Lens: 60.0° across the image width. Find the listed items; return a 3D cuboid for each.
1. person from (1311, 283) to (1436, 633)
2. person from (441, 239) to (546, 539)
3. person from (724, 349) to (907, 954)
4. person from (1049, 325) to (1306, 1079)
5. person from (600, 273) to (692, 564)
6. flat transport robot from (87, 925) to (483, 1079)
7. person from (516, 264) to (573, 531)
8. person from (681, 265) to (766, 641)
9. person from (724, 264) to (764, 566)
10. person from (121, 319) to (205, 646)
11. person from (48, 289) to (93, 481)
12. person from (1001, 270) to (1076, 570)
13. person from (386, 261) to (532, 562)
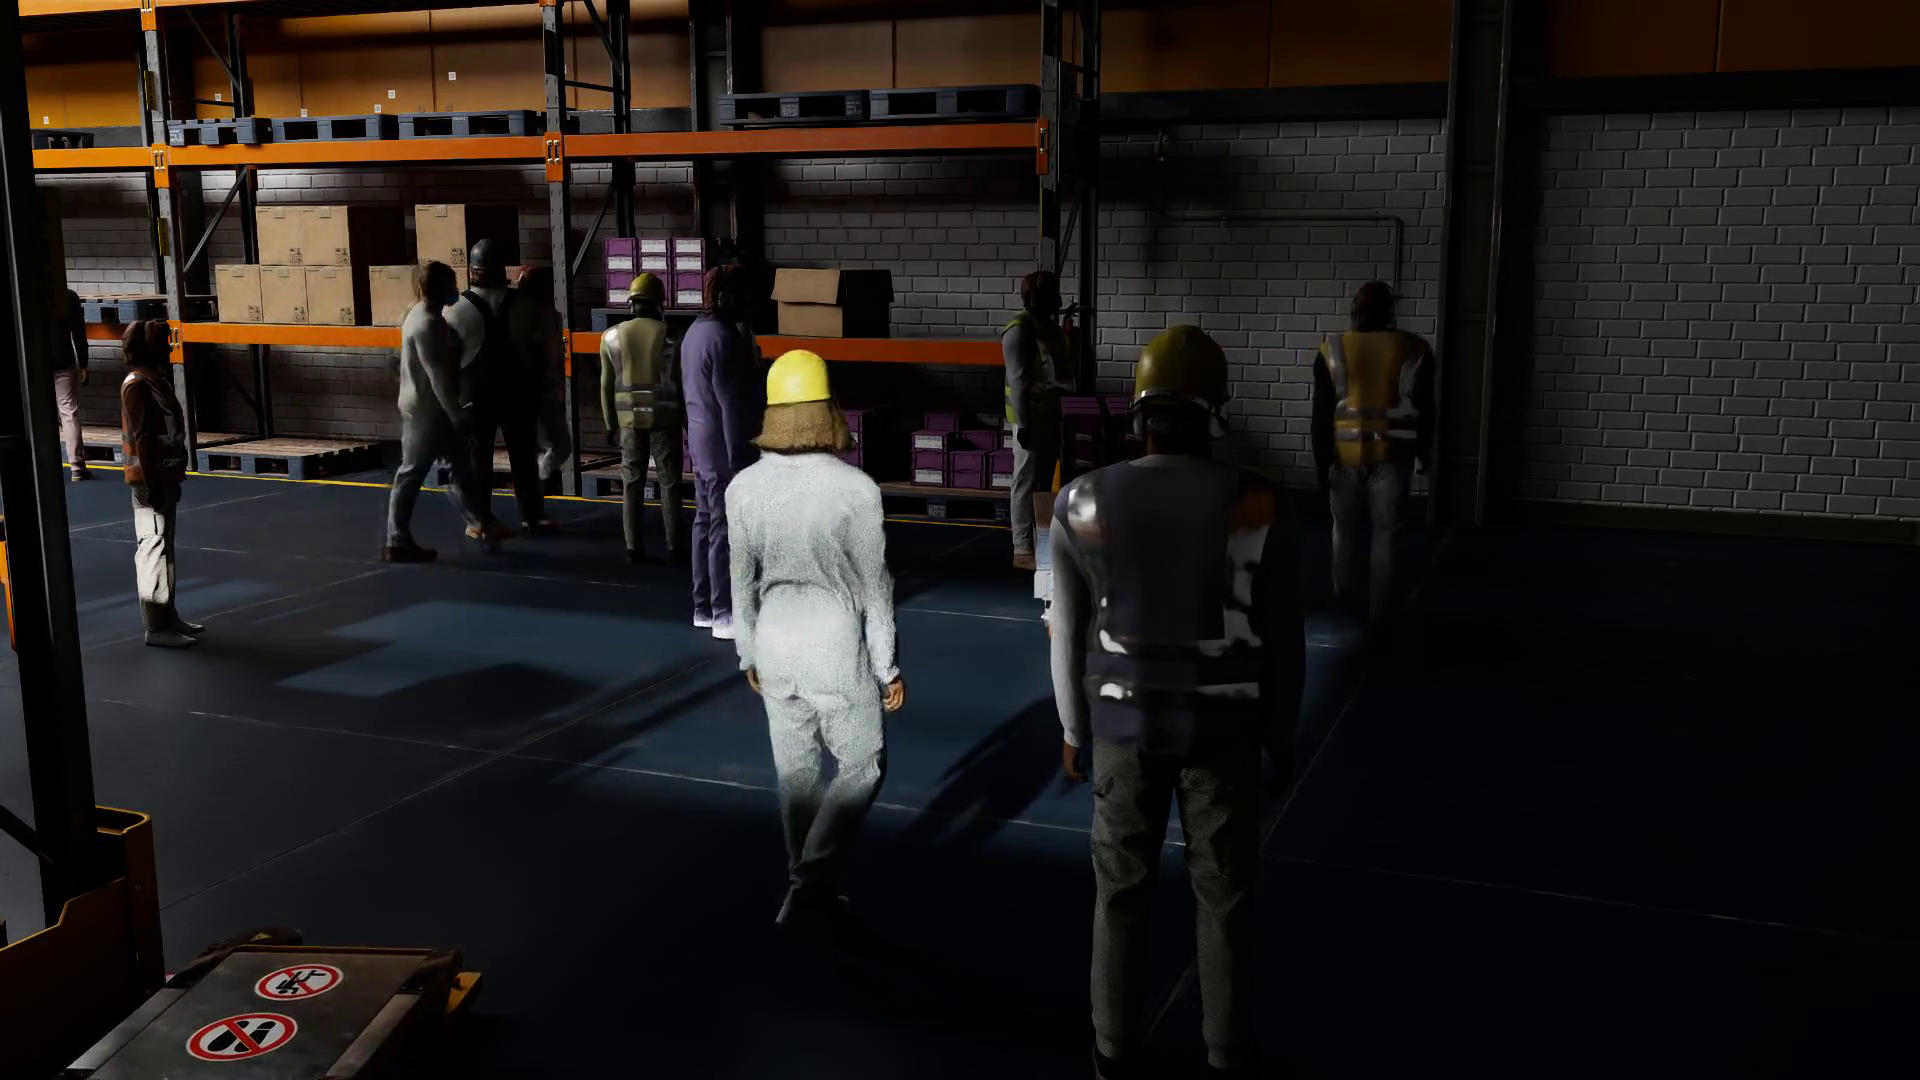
[{"bbox_3d":[2.199,-0.458,8.885,0.643,1.798,0.948,2,10,12],"label":"person"},{"bbox_3d":[-3.202,-1.034,11.422,0.684,2.000,0.538,-4,11,-24],"label":"person"},{"bbox_3d":[-0.412,0.329,4.684,0.530,1.723,0.531,4,11,23],"label":"person"},{"bbox_3d":[0.508,0.419,3.905,0.589,1.833,0.404,2,10,13],"label":"person"},{"bbox_3d":[-1.946,-0.759,10.475,0.600,1.827,0.403,1,10,4],"label":"person"},{"bbox_3d":[-1.625,1.235,3.712,0.652,0.197,1.431,1,10,3],"label":"flat transport robot"},{"bbox_3d":[-2.990,-0.993,11.661,0.449,1.870,0.593,9,13,40],"label":"person"},{"bbox_3d":[-1.185,-0.444,8.509,0.402,1.906,0.652,-5,11,-25],"label":"person"},{"bbox_3d":[-1.397,-0.776,10.411,0.354,1.887,0.573,-5,11,-27],"label":"person"},{"bbox_3d":[-4.041,-0.286,8.373,0.309,1.641,0.514,-3,11,-17],"label":"person"},{"bbox_3d":[-7.670,-1.474,13.996,0.625,1.992,0.386,-4,11,-20],"label":"person"},{"bbox_3d":[0.502,-0.744,10.356,0.429,1.847,0.627,4,11,24],"label":"person"},{"bbox_3d":[-3.209,-0.801,10.521,0.986,1.891,0.633,-2,10,-14],"label":"person"}]
